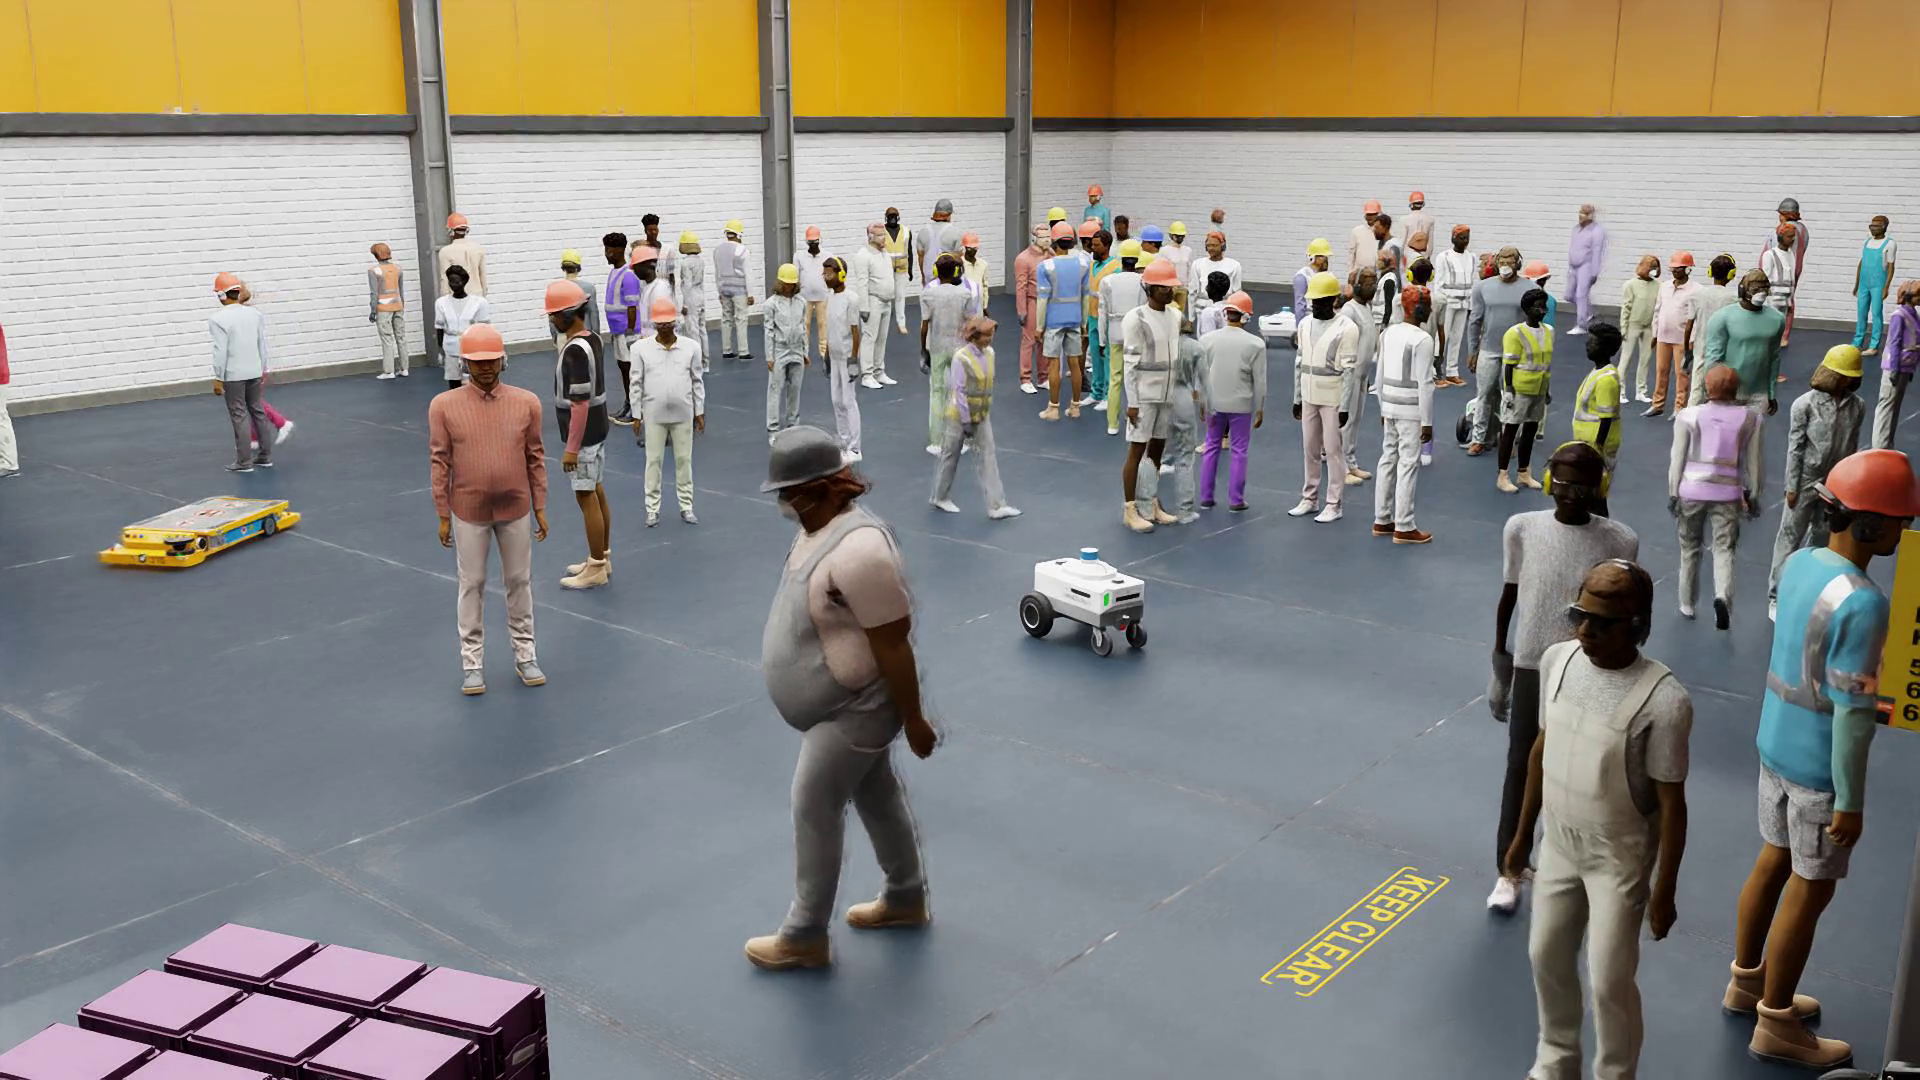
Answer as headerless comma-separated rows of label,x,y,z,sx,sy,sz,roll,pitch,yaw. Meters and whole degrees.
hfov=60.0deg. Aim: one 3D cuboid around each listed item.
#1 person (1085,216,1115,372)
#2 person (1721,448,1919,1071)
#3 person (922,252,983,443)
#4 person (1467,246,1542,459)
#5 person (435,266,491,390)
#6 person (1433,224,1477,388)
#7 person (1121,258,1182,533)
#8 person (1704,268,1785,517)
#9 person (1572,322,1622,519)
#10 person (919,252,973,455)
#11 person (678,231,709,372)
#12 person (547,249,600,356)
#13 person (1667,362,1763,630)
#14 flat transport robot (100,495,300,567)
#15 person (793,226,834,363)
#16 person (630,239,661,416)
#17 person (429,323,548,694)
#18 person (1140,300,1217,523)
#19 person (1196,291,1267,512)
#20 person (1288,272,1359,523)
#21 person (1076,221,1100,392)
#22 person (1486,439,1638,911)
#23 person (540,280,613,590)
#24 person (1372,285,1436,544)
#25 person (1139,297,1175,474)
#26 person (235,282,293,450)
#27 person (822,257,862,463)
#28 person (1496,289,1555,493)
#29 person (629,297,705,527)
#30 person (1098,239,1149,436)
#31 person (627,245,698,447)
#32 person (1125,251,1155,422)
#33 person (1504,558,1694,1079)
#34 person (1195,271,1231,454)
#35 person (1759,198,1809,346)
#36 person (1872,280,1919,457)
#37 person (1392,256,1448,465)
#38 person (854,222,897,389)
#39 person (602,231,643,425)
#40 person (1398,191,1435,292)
person,1.649,-3.035,20.572,0.400,1.910,0.643,-5,15,-21
person,2.804,0.705,5.379,0.407,2.035,0.608,2,14,7
person,-0.068,-1.839,15.967,0.631,1.834,0.433,-5,15,-19
person,4.964,-1.713,15.226,0.635,1.937,0.353,6,15,22
person,-4.804,-1.809,16.128,0.551,1.686,0.368,0,14,-1
person,5.752,-2.721,19.366,0.581,1.882,0.339,-7,16,-26
person,1.471,-1.088,12.514,0.607,2.045,0.390,-13,19,-41
person,6.061,-1.132,12.906,0.635,1.939,0.367,-2,14,-10
person,4.379,-0.652,11.475,0.318,1.697,0.536,3,14,12
person,-0.125,-1.717,15.373,0.513,1.877,0.328,-2,14,-8
person,-3.287,-2.899,20.362,0.309,1.743,0.494,4,15,15
person,-3.971,-2.114,17.181,0.533,1.766,0.316,1,14,3
person,4.552,-0.255,10.047,0.524,1.609,0.659,5,15,17
flat transport robot,-5.497,-0.083,12.096,0.652,0.197,1.431,2,14,10
person,-1.867,-3.131,21.264,0.560,1.753,0.328,-1,14,-5
person,-3.278,-2.224,17.462,0.326,1.842,0.516,2,14,9
person,-2.518,-0.170,8.948,0.612,1.995,0.376,-7,16,-25
person,1.659,-0.964,12.687,0.643,1.726,0.414,1,14,5
person,2.145,-1.086,13.125,0.575,1.739,0.349,7,16,26
person,2.783,-1.096,12.804,0.397,1.920,0.587,-9,17,-33
person,1.462,-2.666,19.037,0.354,1.939,0.545,0,14,1
person,2.337,0.535,6.445,0.563,1.862,0.579,5,15,19
person,-2.508,-0.684,10.921,0.391,2.034,0.605,0,14,-1
person,3.262,-0.916,12.155,0.341,1.880,0.586,-5,15,-19
person,1.748,-1.390,14.555,0.277,1.632,0.502,-2,14,-8
person,-6.588,-1.629,15.530,0.457,1.618,0.517,-6,15,-24
person,-1.084,-1.621,15.043,0.346,1.854,0.523,-10,17,-34
person,4.715,-1.238,13.819,0.542,1.695,0.316,-8,16,-28
person,-2.212,-0.969,12.630,0.573,1.749,0.342,-4,15,-16
person,1.646,-1.973,16.281,0.594,1.928,0.364,4,15,15
person,-2.807,-1.843,15.822,0.607,1.907,0.618,-6,15,-23
person,1.856,-2.029,16.841,0.322,1.767,0.533,-3,14,-10
person,1.862,0.931,4.872,0.363,1.833,0.522,-7,15,-25
person,2.371,-1.640,15.425,0.318,1.696,0.536,10,17,34
person,11.218,-3.657,22.788,0.682,2.000,0.537,-10,17,-34
person,8.561,-1.545,15.157,0.311,1.642,0.514,13,19,41
person,4.075,-1.596,14.887,0.523,1.874,0.317,0,14,-1
person,-0.960,-2.727,19.343,0.409,1.906,0.651,7,16,25
person,-3.437,-2.161,16.981,0.376,1.958,0.603,-7,16,-27
person,7.094,-4.436,25.994,0.610,1.996,0.379,-3,14,-14
